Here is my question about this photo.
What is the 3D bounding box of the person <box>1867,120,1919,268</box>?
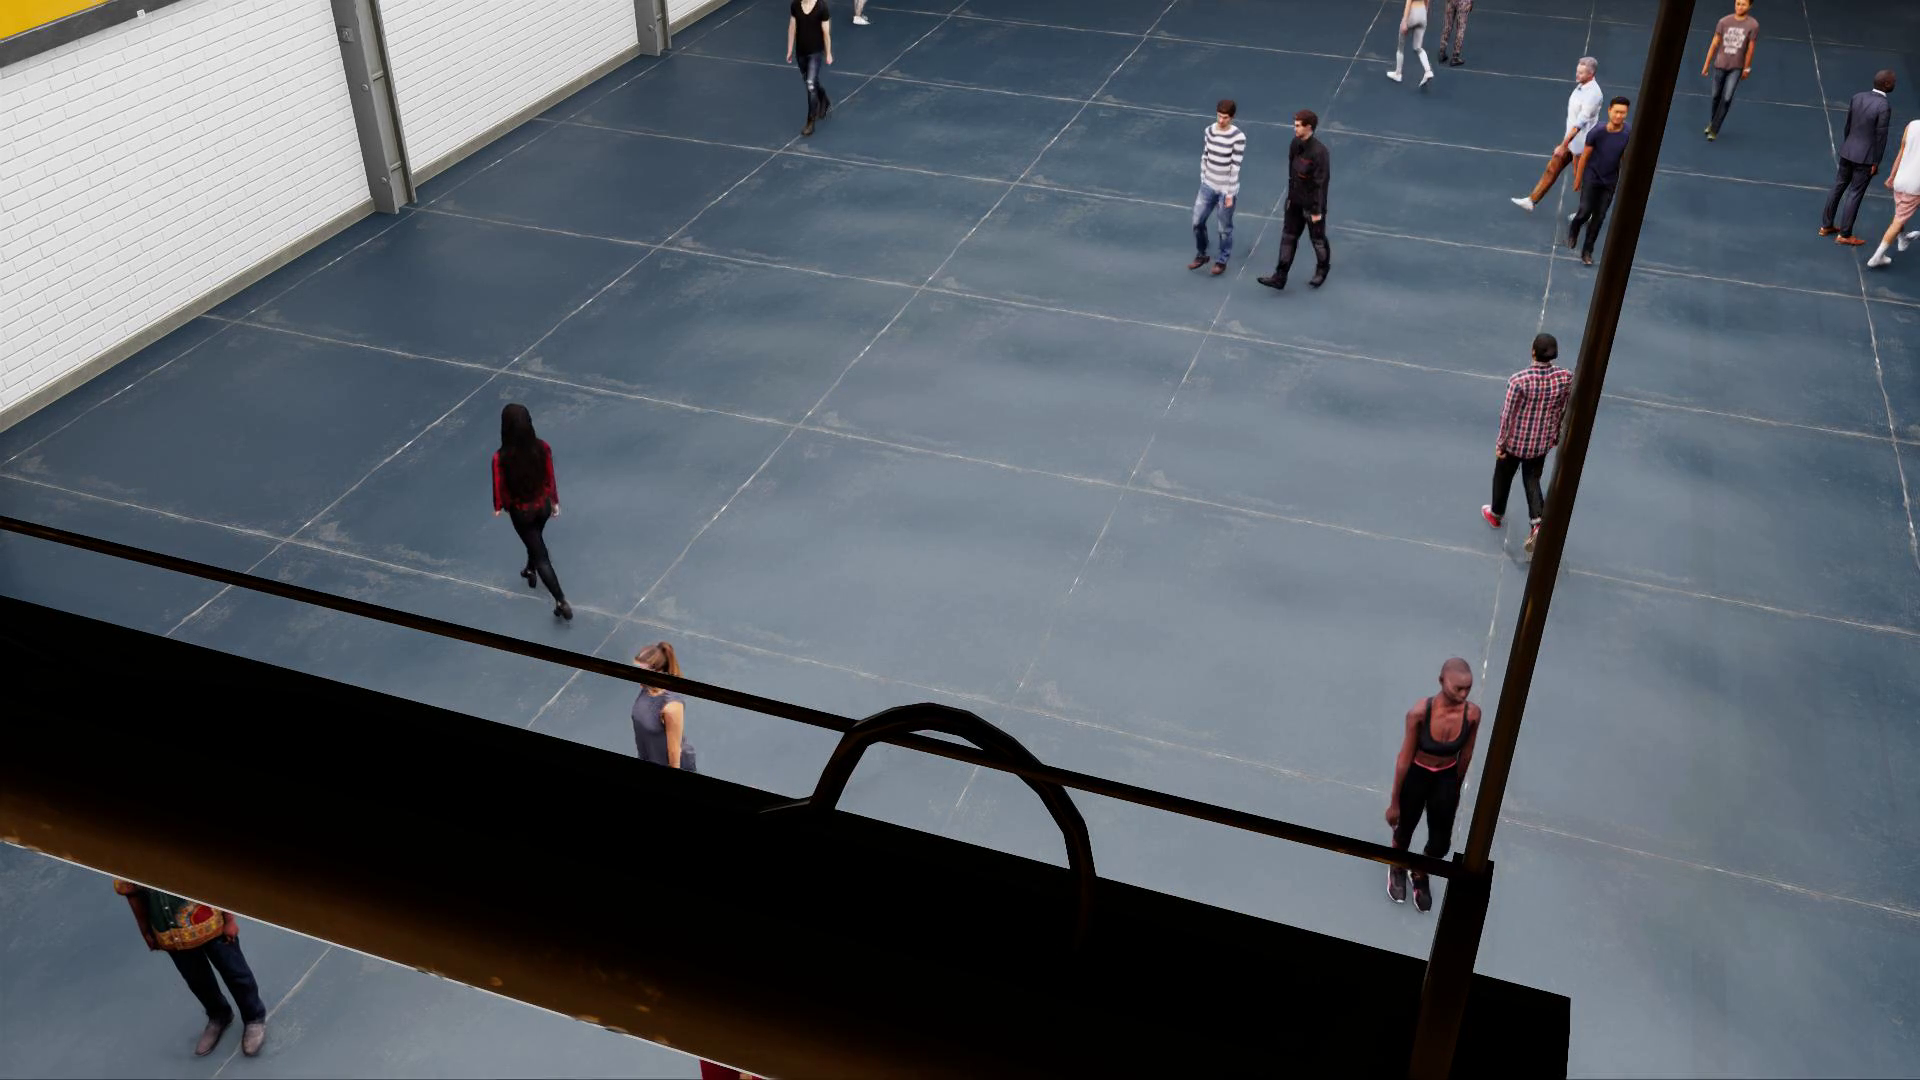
[{"bbox_3d":[9.573,-3.584,16.809,1.193,1.736,1.094,-17,37,-24],"label":"person"}]

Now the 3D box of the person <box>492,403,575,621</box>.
[{"bbox_3d":[-2.996,-0.155,11.760,1.061,1.615,0.945,-28,43,-35],"label":"person"}]

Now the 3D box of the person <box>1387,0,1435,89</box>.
[{"bbox_3d":[5.946,-6.698,21.544,1.012,1.680,1.060,-16,37,-22],"label":"person"}]

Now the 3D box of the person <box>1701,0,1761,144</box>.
[{"bbox_3d":[9.271,-5.713,19.999,0.831,1.749,1.034,23,40,31],"label":"person"}]

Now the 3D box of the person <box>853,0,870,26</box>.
[{"bbox_3d":[-1.448,-8.176,24.025,0.716,1.396,0.659,-26,41,-33],"label":"person"}]

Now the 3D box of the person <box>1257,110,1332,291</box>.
[{"bbox_3d":[3.485,-3.339,16.391,1.243,1.790,1.159,-20,38,-27],"label":"person"}]

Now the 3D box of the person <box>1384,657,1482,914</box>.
[{"bbox_3d":[2.639,1.313,9.435,0.698,1.744,0.737,3,34,5],"label":"person"}]

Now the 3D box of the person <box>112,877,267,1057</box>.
[{"bbox_3d":[-3.932,1.898,8.499,0.808,1.804,0.831,-4,34,-6],"label":"person"}]

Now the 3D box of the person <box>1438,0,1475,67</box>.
[{"bbox_3d":[6.711,-7.277,22.382,0.683,1.718,0.662,-27,42,-34],"label":"person"}]

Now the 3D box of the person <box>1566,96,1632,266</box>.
[{"bbox_3d":[6.512,-3.695,16.935,0.736,1.781,0.804,3,34,4],"label":"person"}]

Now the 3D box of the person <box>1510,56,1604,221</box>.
[{"bbox_3d":[6.692,-4.233,17.758,1.011,1.766,1.164,0,34,0],"label":"person"}]

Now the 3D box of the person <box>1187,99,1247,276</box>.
[{"bbox_3d":[2.670,-3.550,16.674,0.753,1.829,0.781,27,42,34],"label":"person"}]

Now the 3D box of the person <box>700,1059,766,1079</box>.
[{"bbox_3d":[-1.059,2.512,7.802,0.744,1.554,0.684,-16,37,-23],"label":"person"}]

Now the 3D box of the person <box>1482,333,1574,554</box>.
[{"bbox_3d":[4.300,-0.730,12.511,0.946,1.740,1.129,-3,34,-5],"label":"person"}]

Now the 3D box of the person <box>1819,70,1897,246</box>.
[{"bbox_3d":[9.404,-4.009,17.370,0.850,1.824,0.751,-8,35,-12],"label":"person"}]

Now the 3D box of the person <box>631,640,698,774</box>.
[{"bbox_3d":[-1.607,1.270,9.530,0.862,1.709,0.767,-23,40,-30],"label":"person"}]

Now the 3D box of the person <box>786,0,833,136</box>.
[{"bbox_3d":[-1.793,-5.969,20.278,0.724,1.867,1.198,15,36,21],"label":"person"}]
